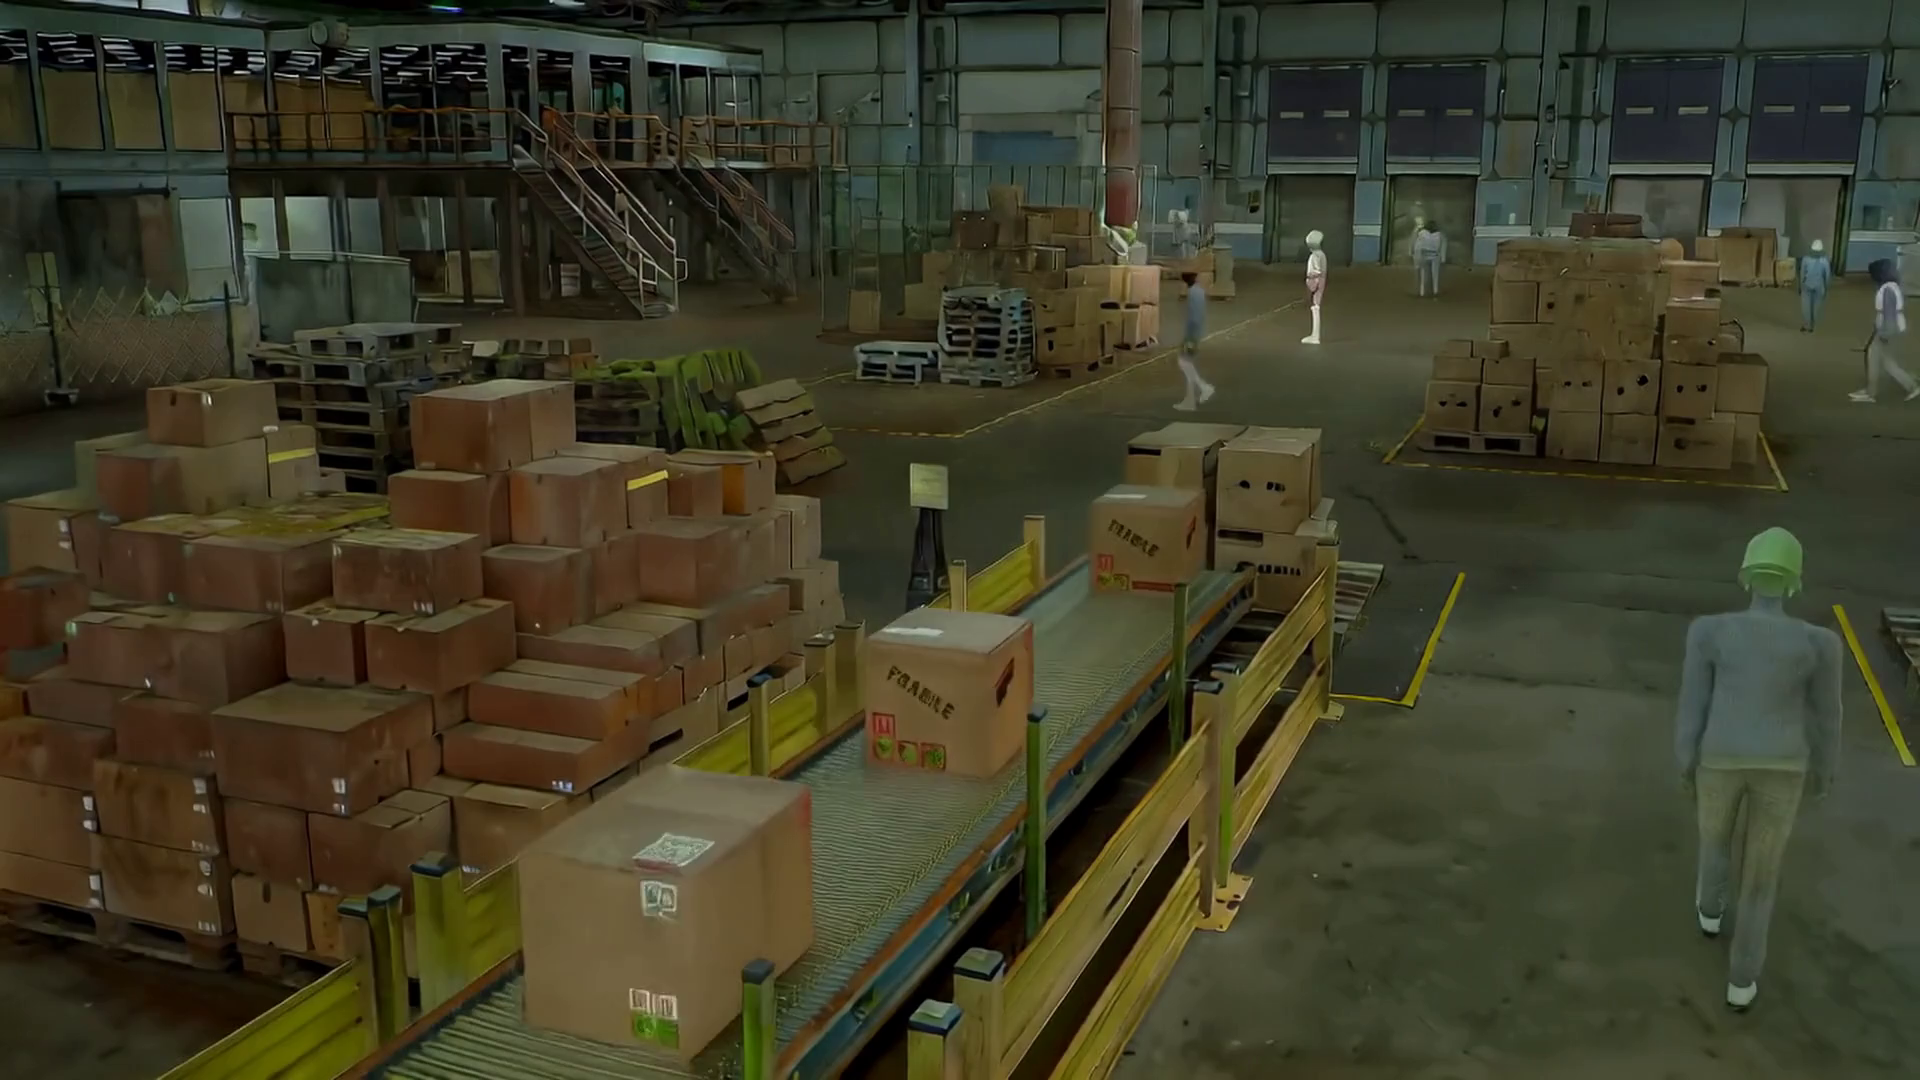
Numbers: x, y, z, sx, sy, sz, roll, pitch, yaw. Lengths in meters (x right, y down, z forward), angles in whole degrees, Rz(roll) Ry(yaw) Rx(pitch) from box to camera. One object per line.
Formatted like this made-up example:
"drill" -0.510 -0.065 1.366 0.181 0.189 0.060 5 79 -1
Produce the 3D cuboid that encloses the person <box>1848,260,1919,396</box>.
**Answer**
"person" 12.404 -2.810 22.166 0.799 1.832 0.558 4 13 18

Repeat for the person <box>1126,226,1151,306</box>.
"person" 3.560 -5.334 33.341 0.976 1.901 0.639 -7 14 -29

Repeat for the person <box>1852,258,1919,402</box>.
"person" 12.075 -2.691 21.506 0.681 1.888 0.611 5 13 19

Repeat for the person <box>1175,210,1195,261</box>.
"person" 6.843 -9.163 50.729 0.635 1.808 0.916 -5 14 -22

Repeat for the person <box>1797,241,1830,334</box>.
"person" 15.735 -4.648 30.686 0.508 1.693 0.873 7 14 28

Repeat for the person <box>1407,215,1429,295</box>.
"person" 11.083 -6.904 40.309 0.593 1.924 0.645 -6 14 -26

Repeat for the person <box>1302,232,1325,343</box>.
"person" 6.198 -4.415 29.136 0.371 1.931 0.543 3 13 12

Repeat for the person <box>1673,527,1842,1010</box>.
"person" 2.962 0.800 6.208 0.537 1.726 0.892 7 14 28

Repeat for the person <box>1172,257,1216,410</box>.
"person" 2.930 -2.583 20.931 0.457 1.925 0.574 2 13 7

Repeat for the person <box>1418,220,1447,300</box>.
"person" 11.007 -6.529 38.830 0.624 1.841 0.430 6 14 24

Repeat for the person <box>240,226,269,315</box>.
"person" -14.719 -5.583 34.562 0.584 1.863 0.758 5 13 21
